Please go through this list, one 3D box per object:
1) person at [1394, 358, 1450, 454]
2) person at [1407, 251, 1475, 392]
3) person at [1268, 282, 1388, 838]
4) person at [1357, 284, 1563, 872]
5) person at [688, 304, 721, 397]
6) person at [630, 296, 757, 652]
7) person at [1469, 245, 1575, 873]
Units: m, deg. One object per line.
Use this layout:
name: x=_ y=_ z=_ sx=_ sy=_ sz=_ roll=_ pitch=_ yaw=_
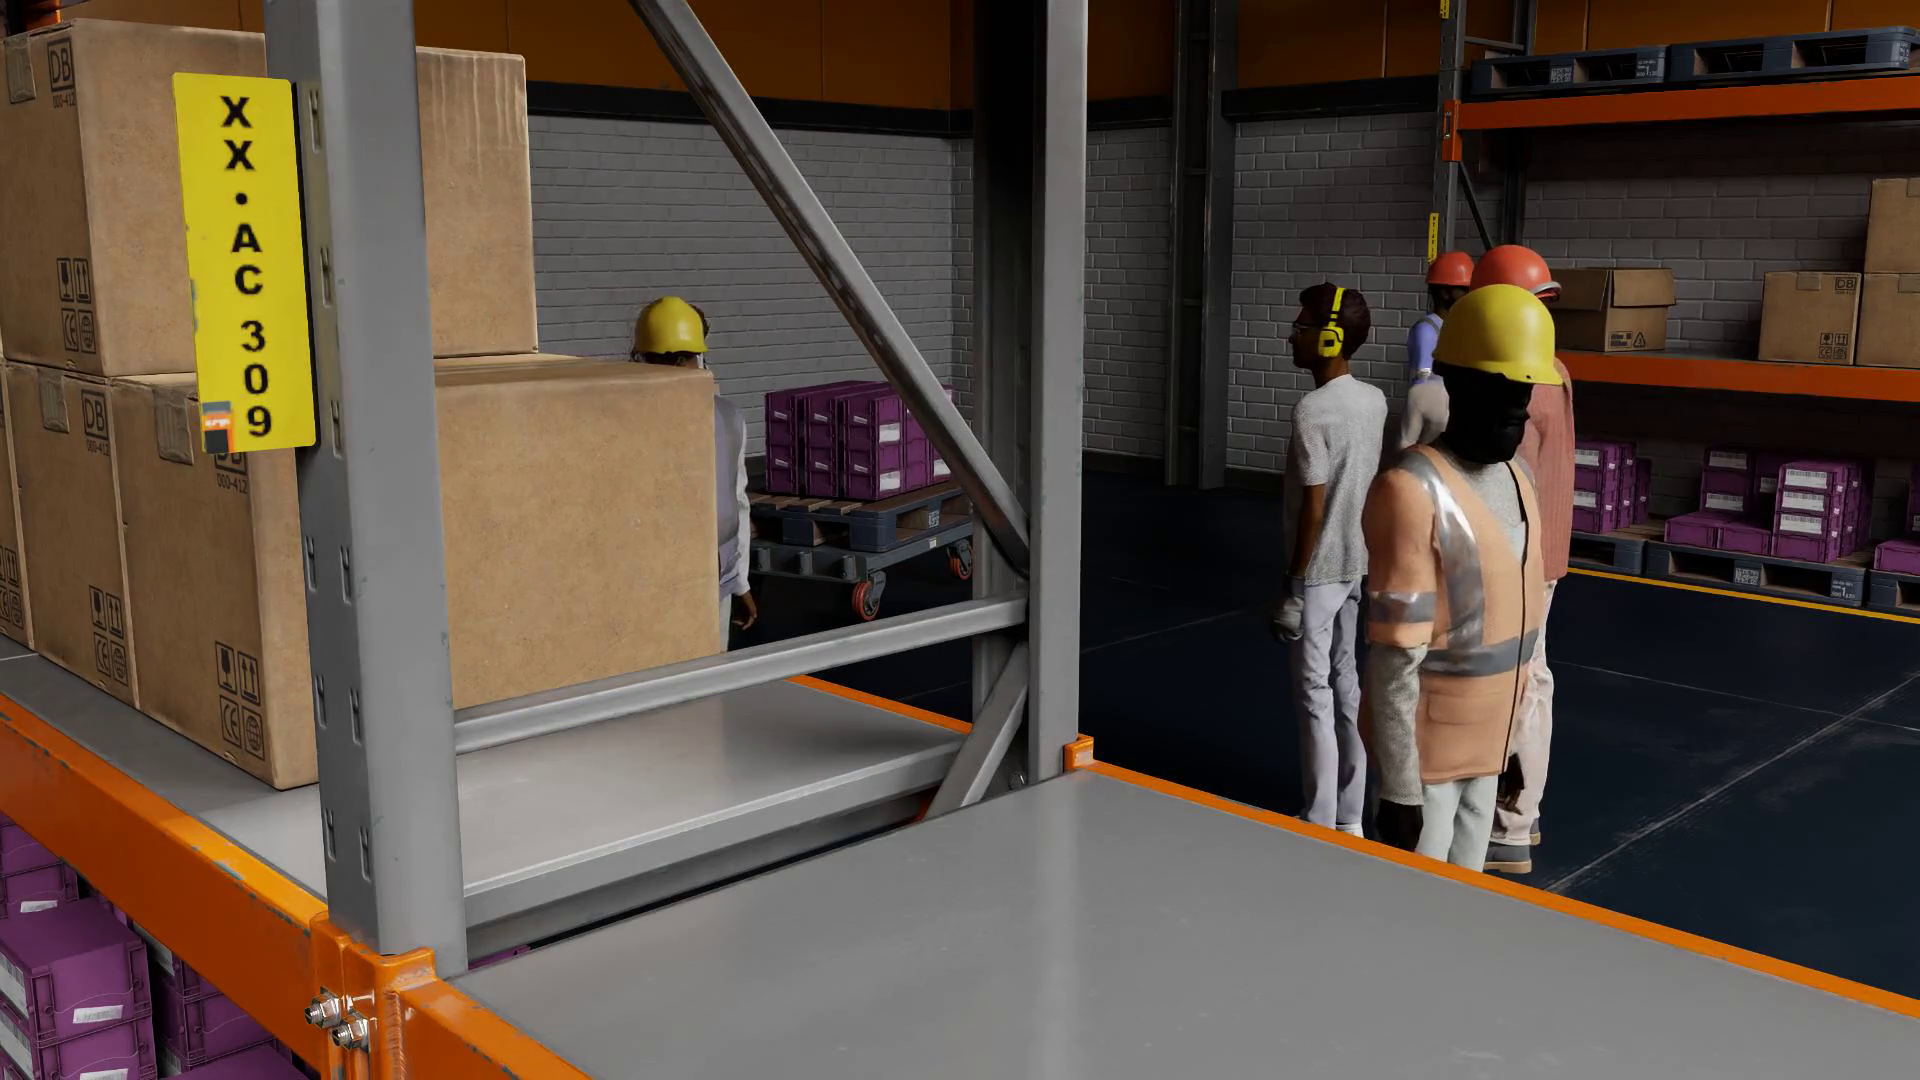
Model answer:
person: x=2.366 y=-0.238 z=8.058 sx=0.508 sy=1.594 sz=0.817 roll=-1 pitch=10 yaw=-7
person: x=2.578 y=-0.561 z=8.892 sx=0.367 sy=1.934 sz=0.553 roll=6 pitch=12 yaw=31
person: x=1.156 y=0.121 z=5.337 sx=0.320 sy=1.876 sz=0.533 roll=8 pitch=13 yaw=38
person: x=1.047 y=0.430 z=3.518 sx=0.383 sy=1.923 sz=0.589 roll=9 pitch=14 yaw=41
person: x=-1.110 y=0.017 z=6.143 sx=0.869 sy=1.798 sz=0.642 roll=6 pitch=12 yaw=31
person: x=-0.913 y=0.141 z=5.343 sx=0.592 sy=1.833 sz=0.404 roll=-8 pitch=13 yaw=-36
person: x=1.743 y=0.067 z=5.313 sx=0.392 sy=1.991 sz=0.613 roll=6 pitch=12 yaw=30
